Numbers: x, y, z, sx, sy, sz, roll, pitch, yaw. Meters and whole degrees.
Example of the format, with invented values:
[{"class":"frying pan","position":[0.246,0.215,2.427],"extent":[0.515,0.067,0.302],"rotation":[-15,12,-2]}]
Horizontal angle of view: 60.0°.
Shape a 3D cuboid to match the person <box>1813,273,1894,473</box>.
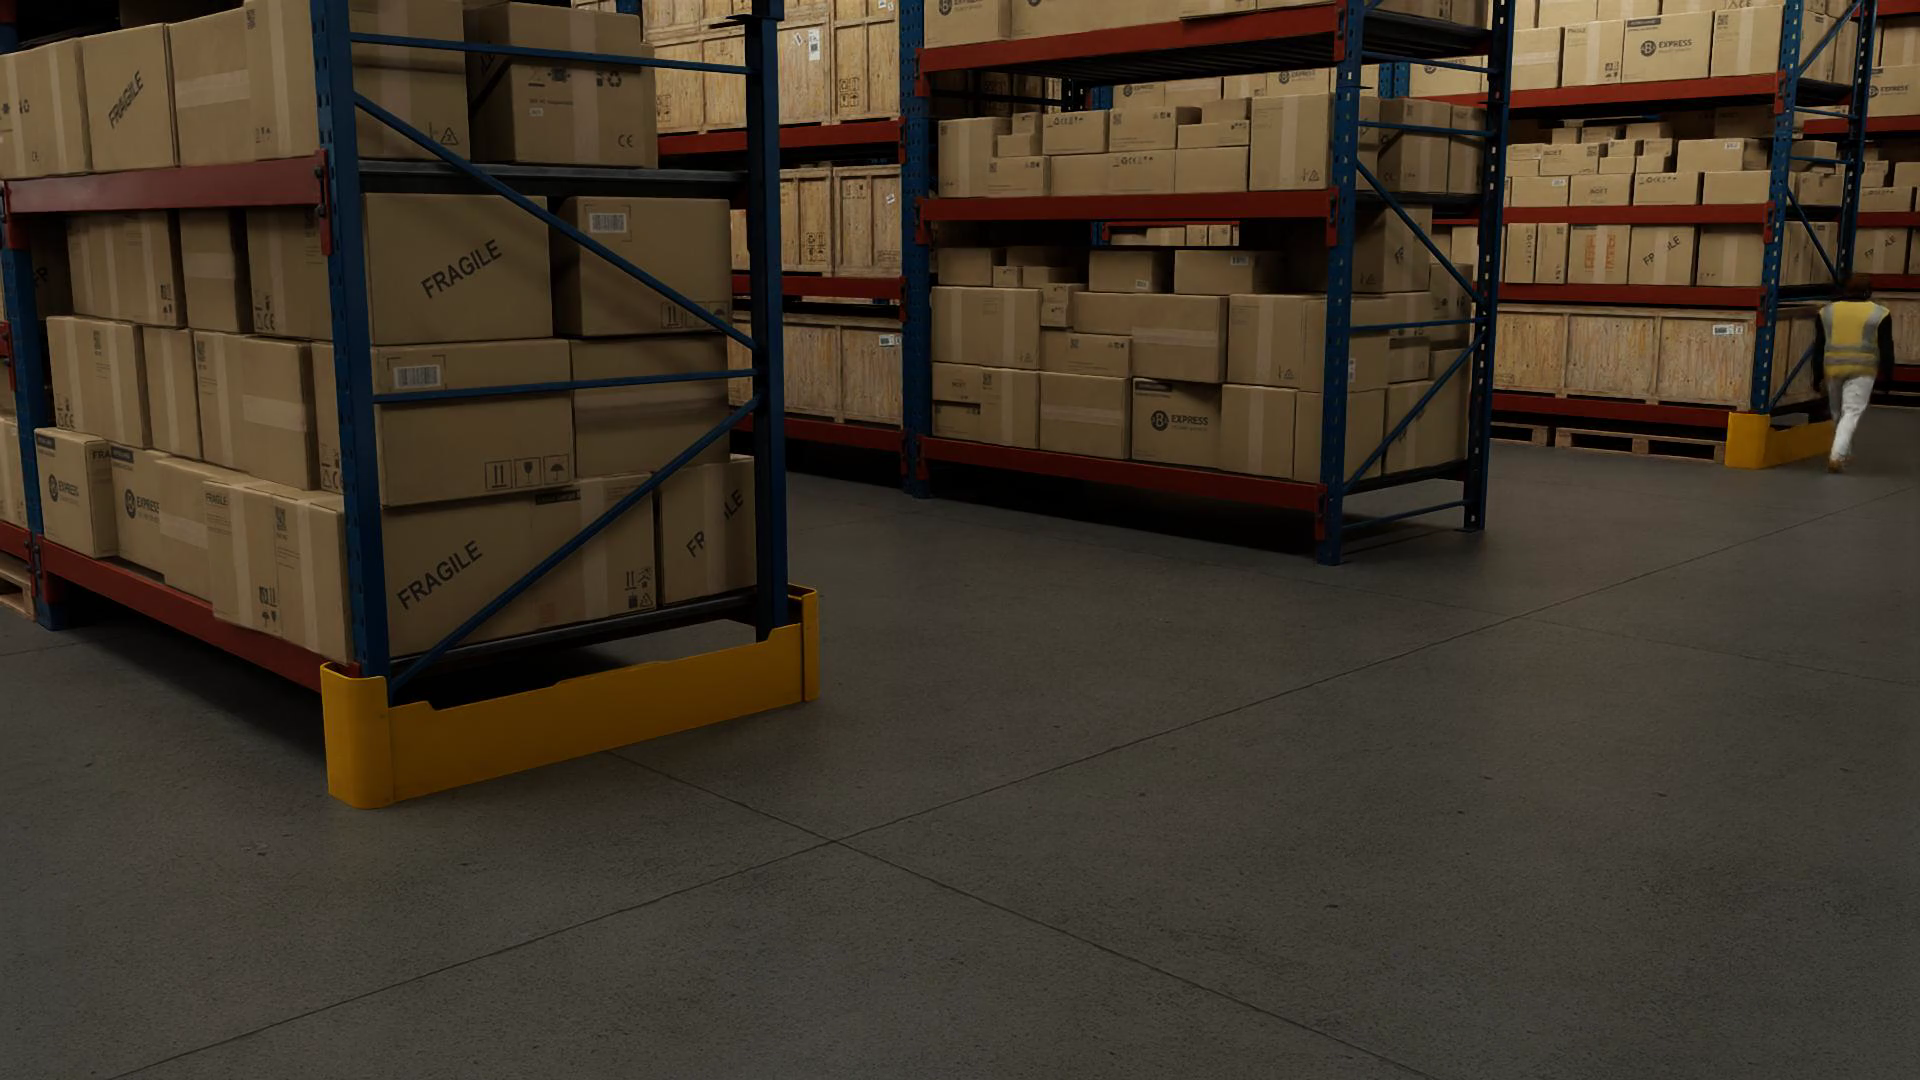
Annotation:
[{"class":"person","position":[8.058,-1.511,15.048],"extent":[0.635,1.805,0.927],"rotation":[10,14,43]}]
